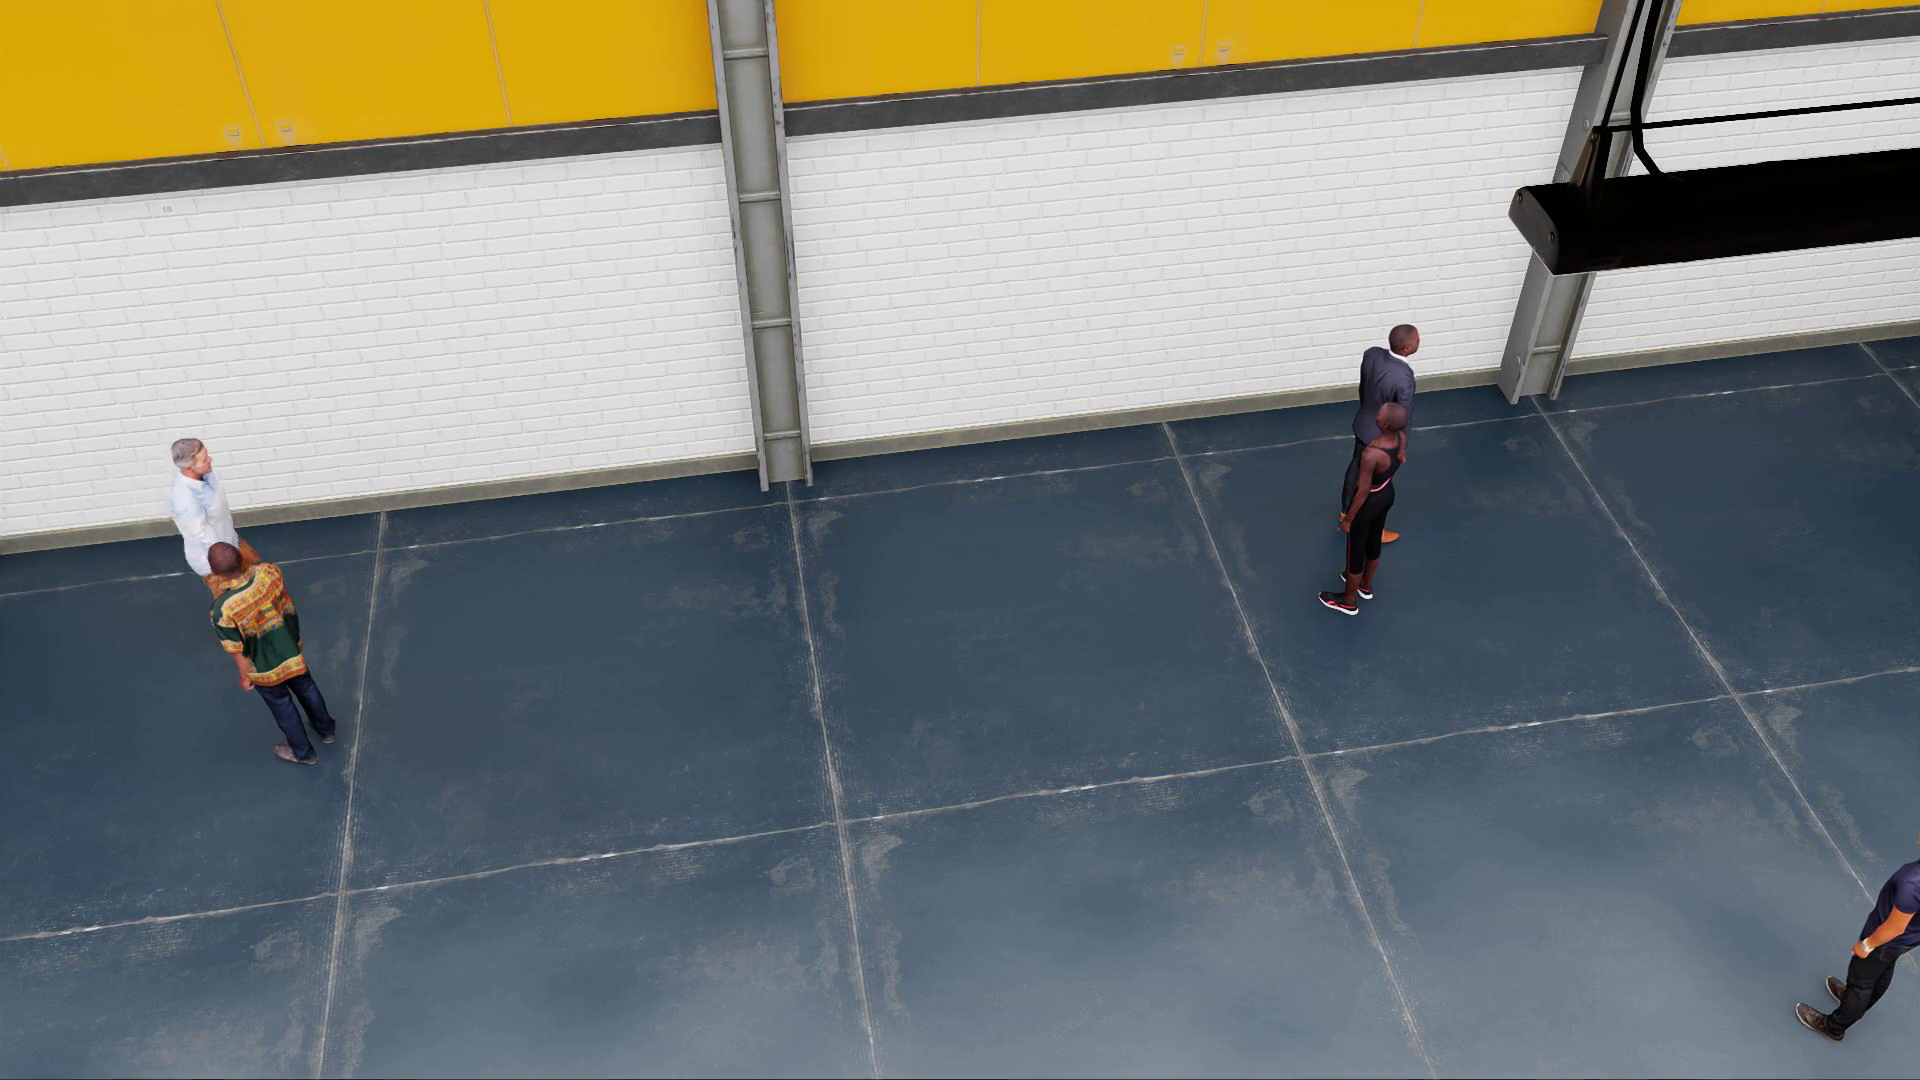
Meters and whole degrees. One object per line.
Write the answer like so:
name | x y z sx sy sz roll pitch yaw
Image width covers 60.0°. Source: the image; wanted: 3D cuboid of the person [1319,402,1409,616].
person | 2.756 -0.222 11.118 0.724 1.758 0.637 34 53 30

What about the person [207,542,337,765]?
person | -4.192 0.688 10.128 0.864 1.806 0.824 20 47 20

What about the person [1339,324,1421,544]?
person | 2.946 -0.757 11.632 0.686 1.824 0.743 -16 46 -17

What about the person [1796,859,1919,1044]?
person | 4.907 2.038 8.720 0.620 1.793 0.779 -26 49 -24

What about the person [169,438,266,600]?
person | -4.908 0.073 10.774 0.617 1.805 0.682 -6 44 -7
